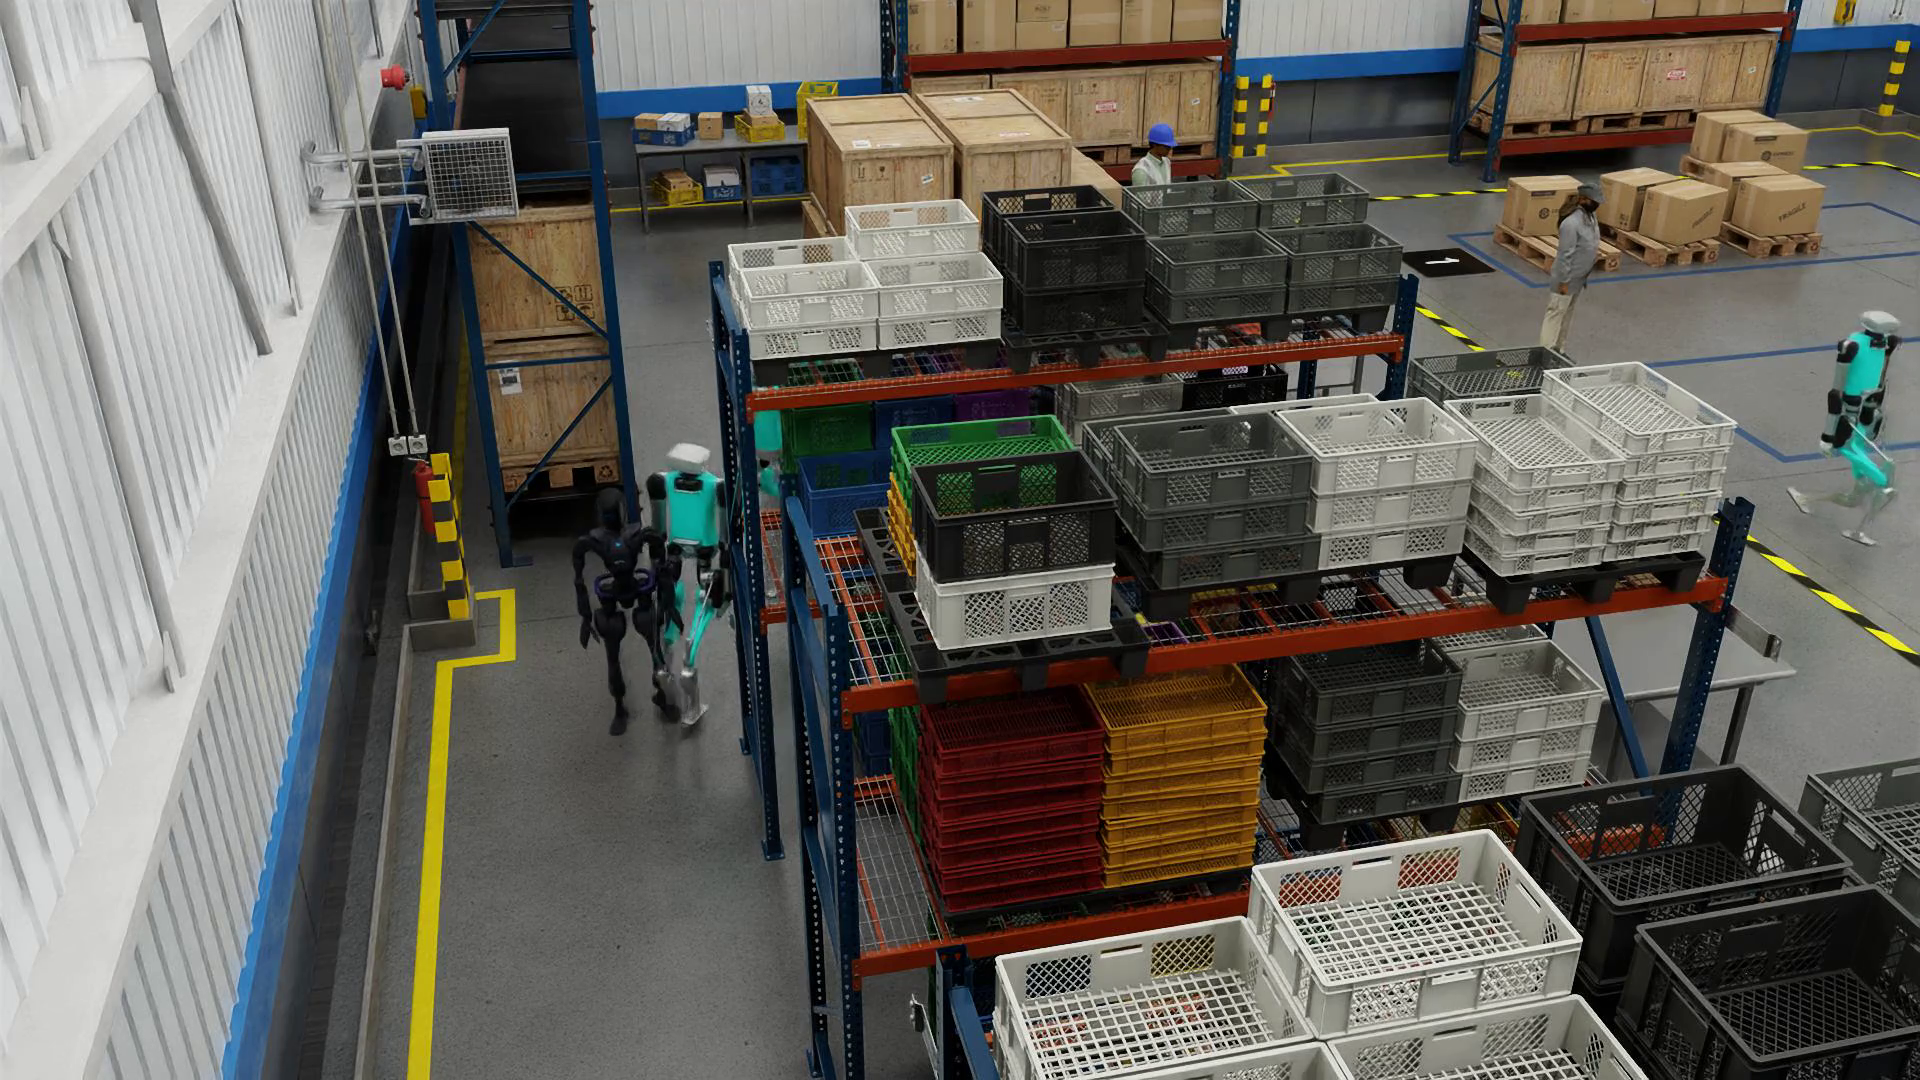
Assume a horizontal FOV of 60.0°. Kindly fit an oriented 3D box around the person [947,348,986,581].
[{"bbox_3d":[0.112,-0.550,11.378,0.600,1.862,0.551,22,35,35],"label":"person"}]

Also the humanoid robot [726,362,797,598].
[{"bbox_3d":[-1.136,-0.533,11.511,0.553,1.791,0.921,15,31,26],"label":"humanoid robot"}]

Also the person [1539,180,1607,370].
[{"bbox_3d":[5.478,-2.369,14.936,0.403,1.763,0.564,21,34,34],"label":"person"}]

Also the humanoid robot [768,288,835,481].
[{"bbox_3d":[-1.242,-0.940,12.344,0.734,1.871,0.555,-13,30,-23],"label":"humanoid robot"}]

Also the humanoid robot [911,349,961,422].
[{"bbox_3d":[-0.133,-1.116,12.652,0.386,1.632,0.621,16,32,28],"label":"humanoid robot"}]

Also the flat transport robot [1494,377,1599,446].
[{"bbox_3d":[4.780,-1.036,14.013,0.659,0.231,1.431,-6,28,-12],"label":"flat transport robot"}]

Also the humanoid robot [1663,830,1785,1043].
[{"bbox_3d":[2.907,1.986,6.753,1.034,1.769,0.537,-8,29,-14],"label":"humanoid robot"}]

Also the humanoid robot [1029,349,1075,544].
[{"bbox_3d":[0.638,-0.615,11.687,0.315,1.657,0.599,19,33,32],"label":"humanoid robot"}]

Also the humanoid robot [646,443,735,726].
[{"bbox_3d":[-1.625,0.400,9.780,0.530,1.844,0.773,5,28,9],"label":"humanoid robot"}]

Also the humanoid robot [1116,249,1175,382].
[{"bbox_3d":[1.502,-1.728,13.789,0.531,1.769,0.976,-3,28,-5],"label":"humanoid robot"}]

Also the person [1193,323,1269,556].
[{"bbox_3d":[1.849,-0.654,11.408,0.609,2.029,0.404,25,36,38],"label":"person"}]

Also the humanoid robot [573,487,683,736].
[{"bbox_3d":[-1.951,0.394,9.792,0.609,1.637,0.402,-9,29,-16],"label":"humanoid robot"}]

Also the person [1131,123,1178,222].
[{"bbox_3d":[1.852,-3.058,16.061,0.412,1.939,0.602,18,33,30],"label":"person"}]

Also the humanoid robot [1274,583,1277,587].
[{"bbox_3d":[1.965,-0.135,10.813,0.674,1.635,0.592,2,28,4],"label":"humanoid robot"}]

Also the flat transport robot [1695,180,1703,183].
[{"bbox_3d":[9.360,-4.194,19.975,1.431,0.197,0.652,-6,28,-12],"label":"flat transport robot"}]

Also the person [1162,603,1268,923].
[{"bbox_3d":[1.282,1.129,8.218,0.626,1.844,0.429,-13,30,-23],"label":"person"}]

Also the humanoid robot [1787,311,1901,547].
[{"bbox_3d":[6.487,-0.752,11.904,0.558,1.739,1.046,-13,31,-24],"label":"humanoid robot"}]

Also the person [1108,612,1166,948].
[{"bbox_3d":[0.879,1.153,8.179,0.404,1.834,0.586,6,28,11],"label":"person"}]
